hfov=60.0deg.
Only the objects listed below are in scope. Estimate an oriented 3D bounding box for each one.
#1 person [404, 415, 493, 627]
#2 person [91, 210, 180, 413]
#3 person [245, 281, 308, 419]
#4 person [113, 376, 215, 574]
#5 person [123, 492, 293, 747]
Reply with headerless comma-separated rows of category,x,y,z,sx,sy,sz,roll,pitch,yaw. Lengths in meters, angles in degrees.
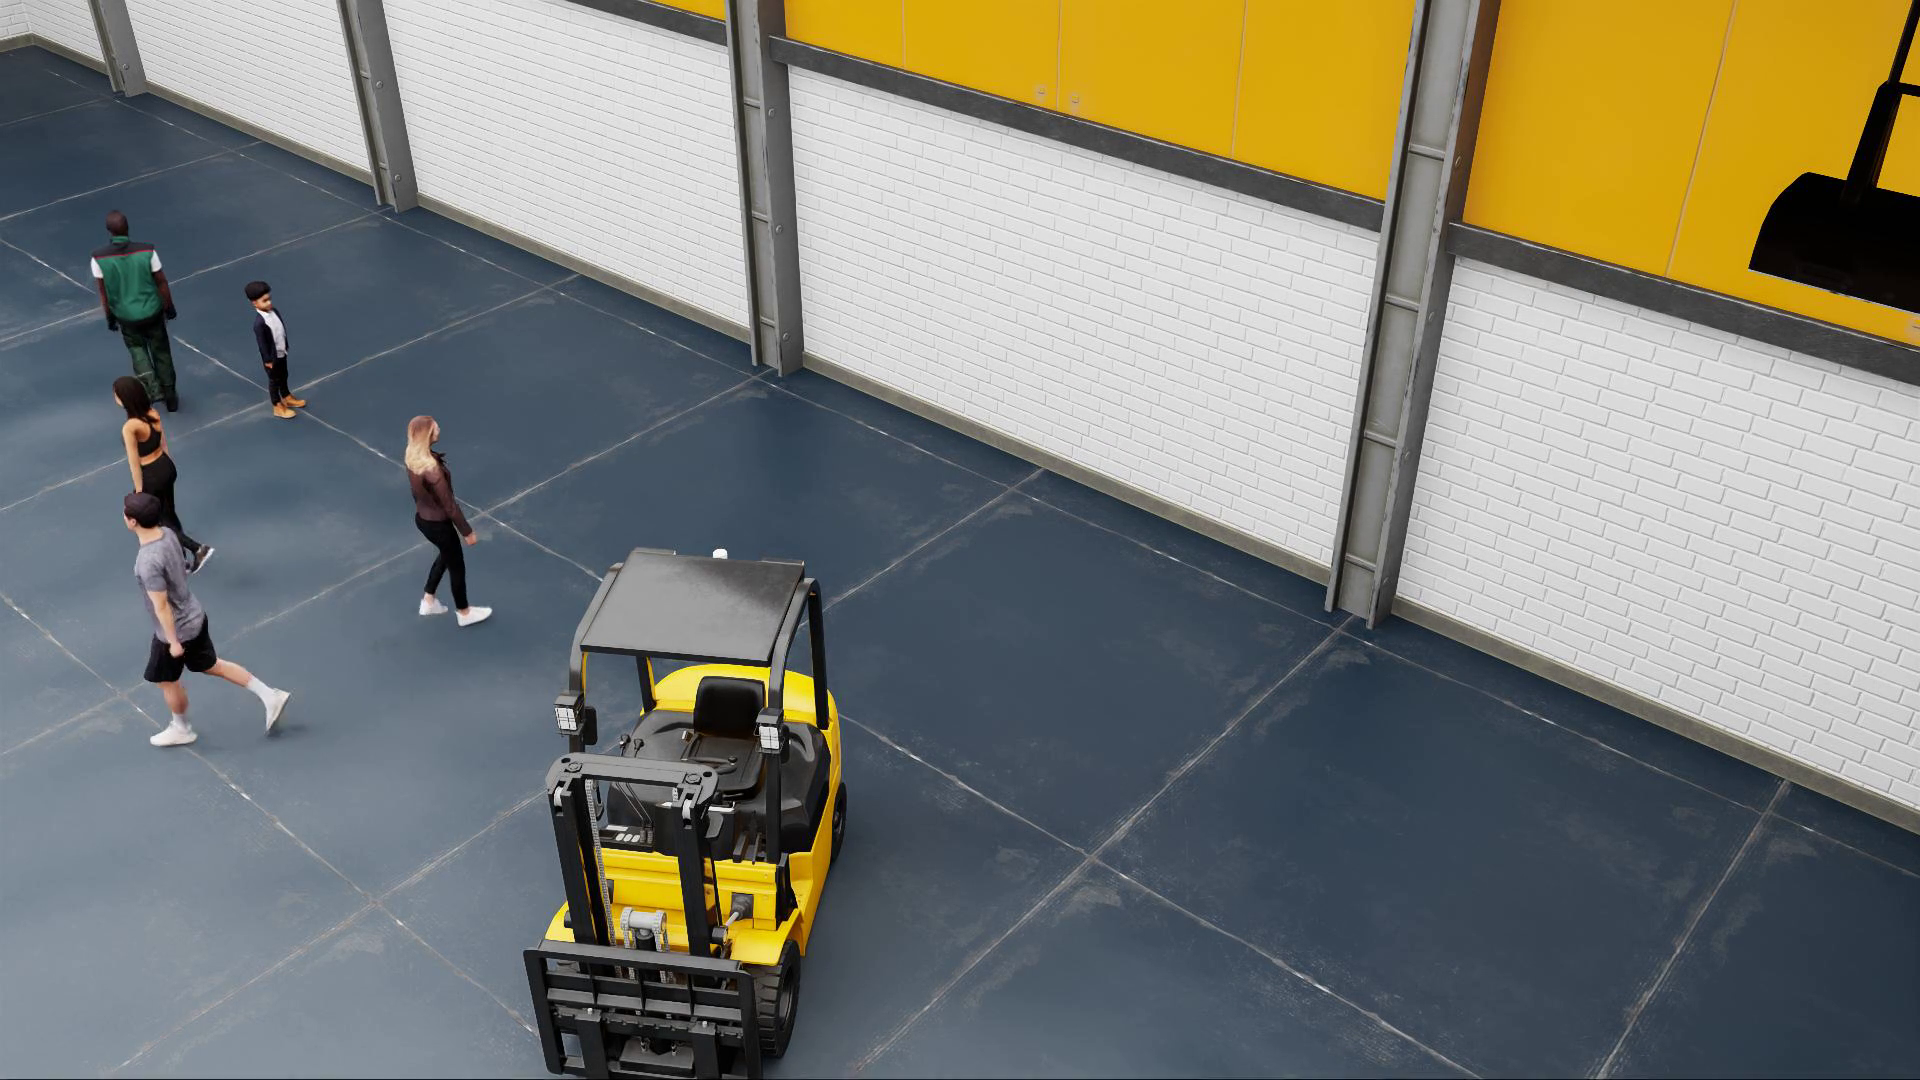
person,-3.672,-0.086,11.546,0.767,1.695,0.701,-24,40,-31
person,-6.964,-1.890,14.138,0.839,1.829,0.864,-15,36,-21
person,-5.928,-1.657,14.335,0.603,1.223,0.575,5,34,7
person,-5.798,-0.428,12.118,0.864,1.631,0.756,6,34,9
person,-4.818,0.523,10.505,1.208,1.832,1.159,-4,34,-6
